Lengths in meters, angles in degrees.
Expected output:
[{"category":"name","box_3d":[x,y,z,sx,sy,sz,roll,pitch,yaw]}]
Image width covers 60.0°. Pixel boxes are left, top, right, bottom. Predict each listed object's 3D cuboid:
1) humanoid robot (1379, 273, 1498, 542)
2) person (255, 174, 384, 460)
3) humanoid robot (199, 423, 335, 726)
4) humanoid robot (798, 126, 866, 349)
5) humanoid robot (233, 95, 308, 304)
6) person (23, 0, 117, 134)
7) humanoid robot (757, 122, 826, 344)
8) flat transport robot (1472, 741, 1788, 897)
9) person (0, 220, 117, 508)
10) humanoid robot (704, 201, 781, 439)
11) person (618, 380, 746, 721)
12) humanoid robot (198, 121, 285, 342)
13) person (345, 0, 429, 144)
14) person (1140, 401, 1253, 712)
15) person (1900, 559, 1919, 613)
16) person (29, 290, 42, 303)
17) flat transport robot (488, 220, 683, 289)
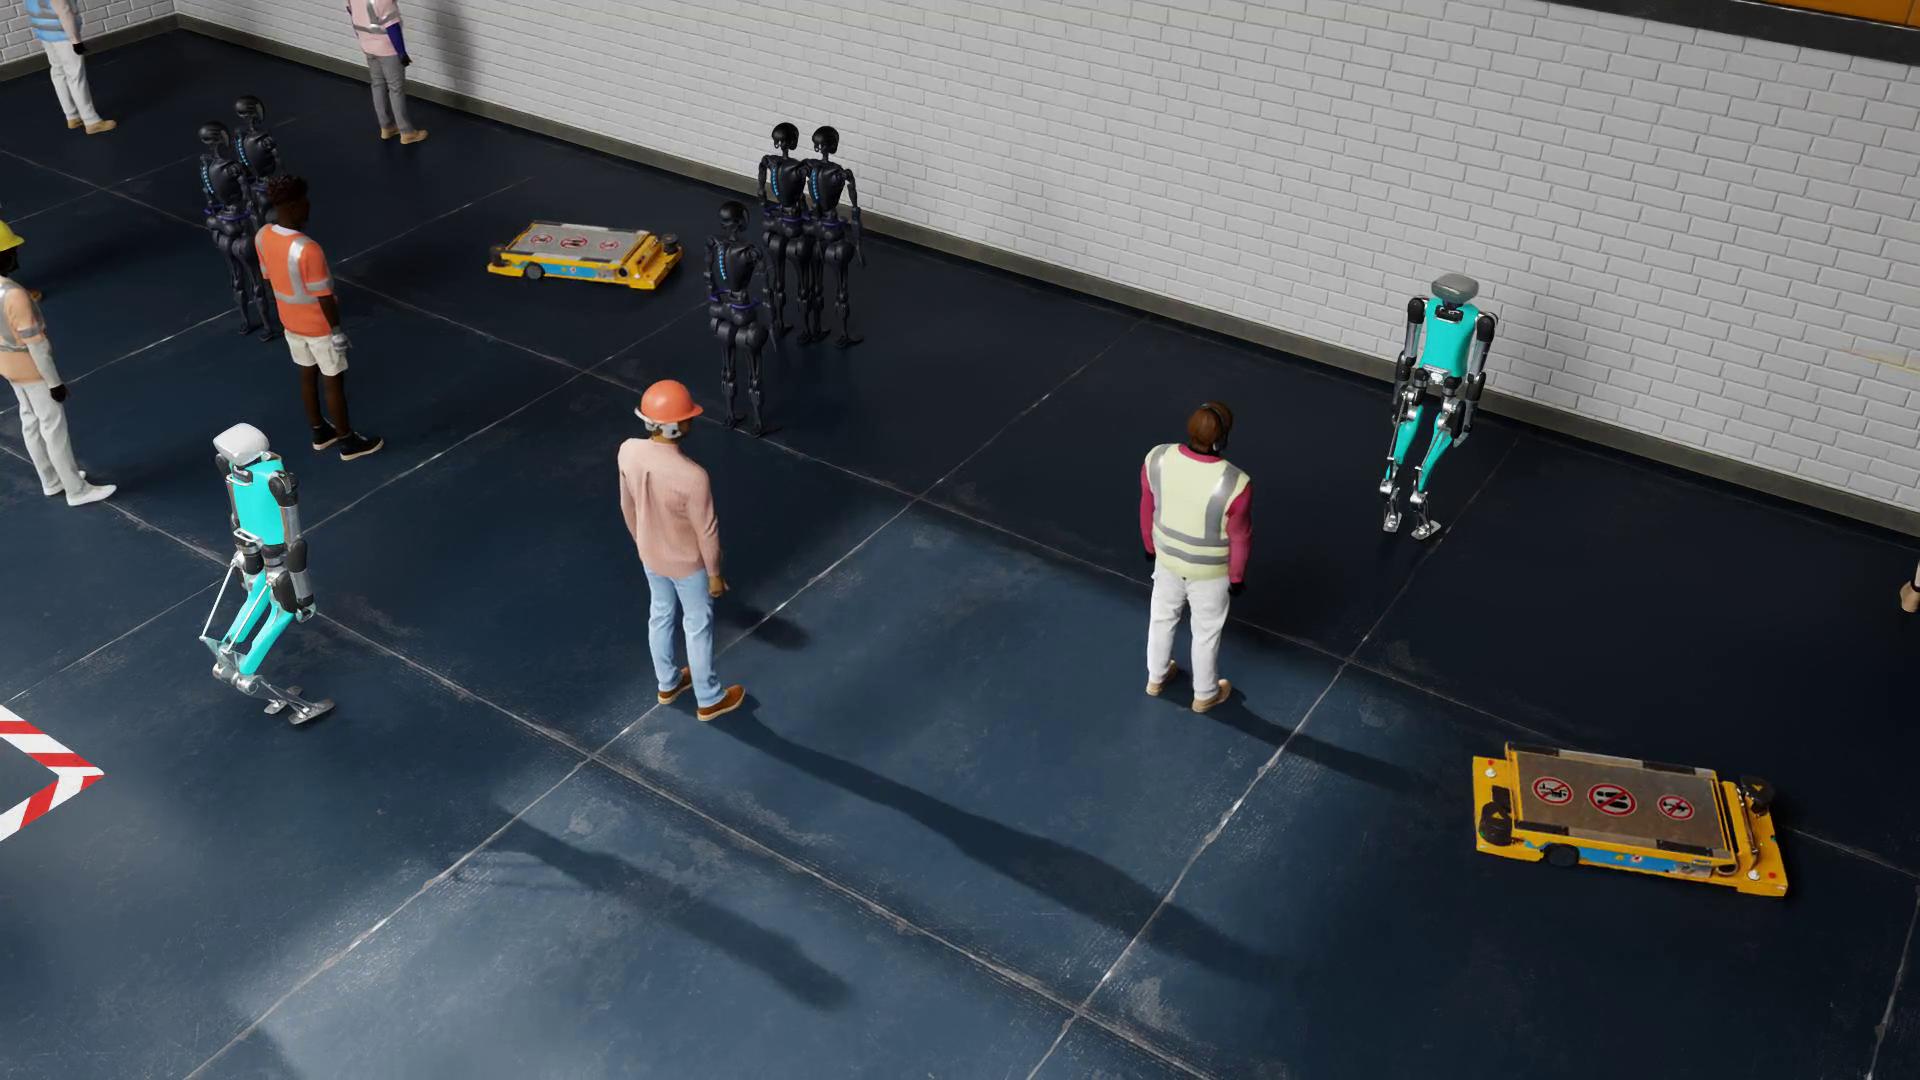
[{"category":"humanoid robot","box_3d":[2.745,-0.715,9.888,0.533,1.677,0.735,21,40,27]},{"category":"person","box_3d":[-4.225,-1.441,10.846,0.607,1.962,0.368,23,41,29]},{"category":"humanoid robot","box_3d":[-3.650,0.268,8.484,0.533,1.677,0.735,21,40,27]},{"category":"humanoid robot","box_3d":[-0.969,-2.233,12.214,0.599,1.657,0.315,21,40,27]},{"category":"humanoid robot","box_3d":[-5.278,-2.589,12.724,0.599,1.655,0.315,21,40,27]},{"category":"person","box_3d":[-8.498,-4.780,15.727,0.623,1.840,0.431,23,41,29]},{"category":"humanoid robot","box_3d":[-1.260,-2.272,12.270,0.599,1.657,0.315,21,40,27]},{"category":"flat transport robot","box_3d":[3.313,1.380,8.292,1.431,0.231,0.659,7,36,10]},{"category":"person","box_3d":[-5.800,-1.099,10.389,0.588,1.926,0.385,23,41,29]},{"category":"humanoid robot","box_3d":[-1.480,-1.488,11.151,0.599,1.655,0.315,21,40,27]},{"category":"person","box_3d":[-1.463,0.064,8.672,0.611,1.990,0.389,23,41,29]},{"category":"humanoid robot","box_3d":[-5.345,-2.290,12.297,0.599,1.655,0.315,21,40,27]},{"category":"person","box_3d":[-5.374,-4.595,15.537,0.606,1.750,0.418,23,41,29]},{"category":"person","box_3d":[1.240,0.090,8.764,0.623,1.843,0.431,23,41,29]},{"category":"person","box_3d":[5.774,-0.366,9.376,0.472,1.890,0.401,23,41,29]},{"category":"person","box_3d":[-7.557,-2.716,12.645,0.611,1.990,0.389,23,41,29]},{"category":"flat transport robot","box_3d":[-3.062,-2.328,13.590,1.431,0.231,0.659,7,36,10]}]
